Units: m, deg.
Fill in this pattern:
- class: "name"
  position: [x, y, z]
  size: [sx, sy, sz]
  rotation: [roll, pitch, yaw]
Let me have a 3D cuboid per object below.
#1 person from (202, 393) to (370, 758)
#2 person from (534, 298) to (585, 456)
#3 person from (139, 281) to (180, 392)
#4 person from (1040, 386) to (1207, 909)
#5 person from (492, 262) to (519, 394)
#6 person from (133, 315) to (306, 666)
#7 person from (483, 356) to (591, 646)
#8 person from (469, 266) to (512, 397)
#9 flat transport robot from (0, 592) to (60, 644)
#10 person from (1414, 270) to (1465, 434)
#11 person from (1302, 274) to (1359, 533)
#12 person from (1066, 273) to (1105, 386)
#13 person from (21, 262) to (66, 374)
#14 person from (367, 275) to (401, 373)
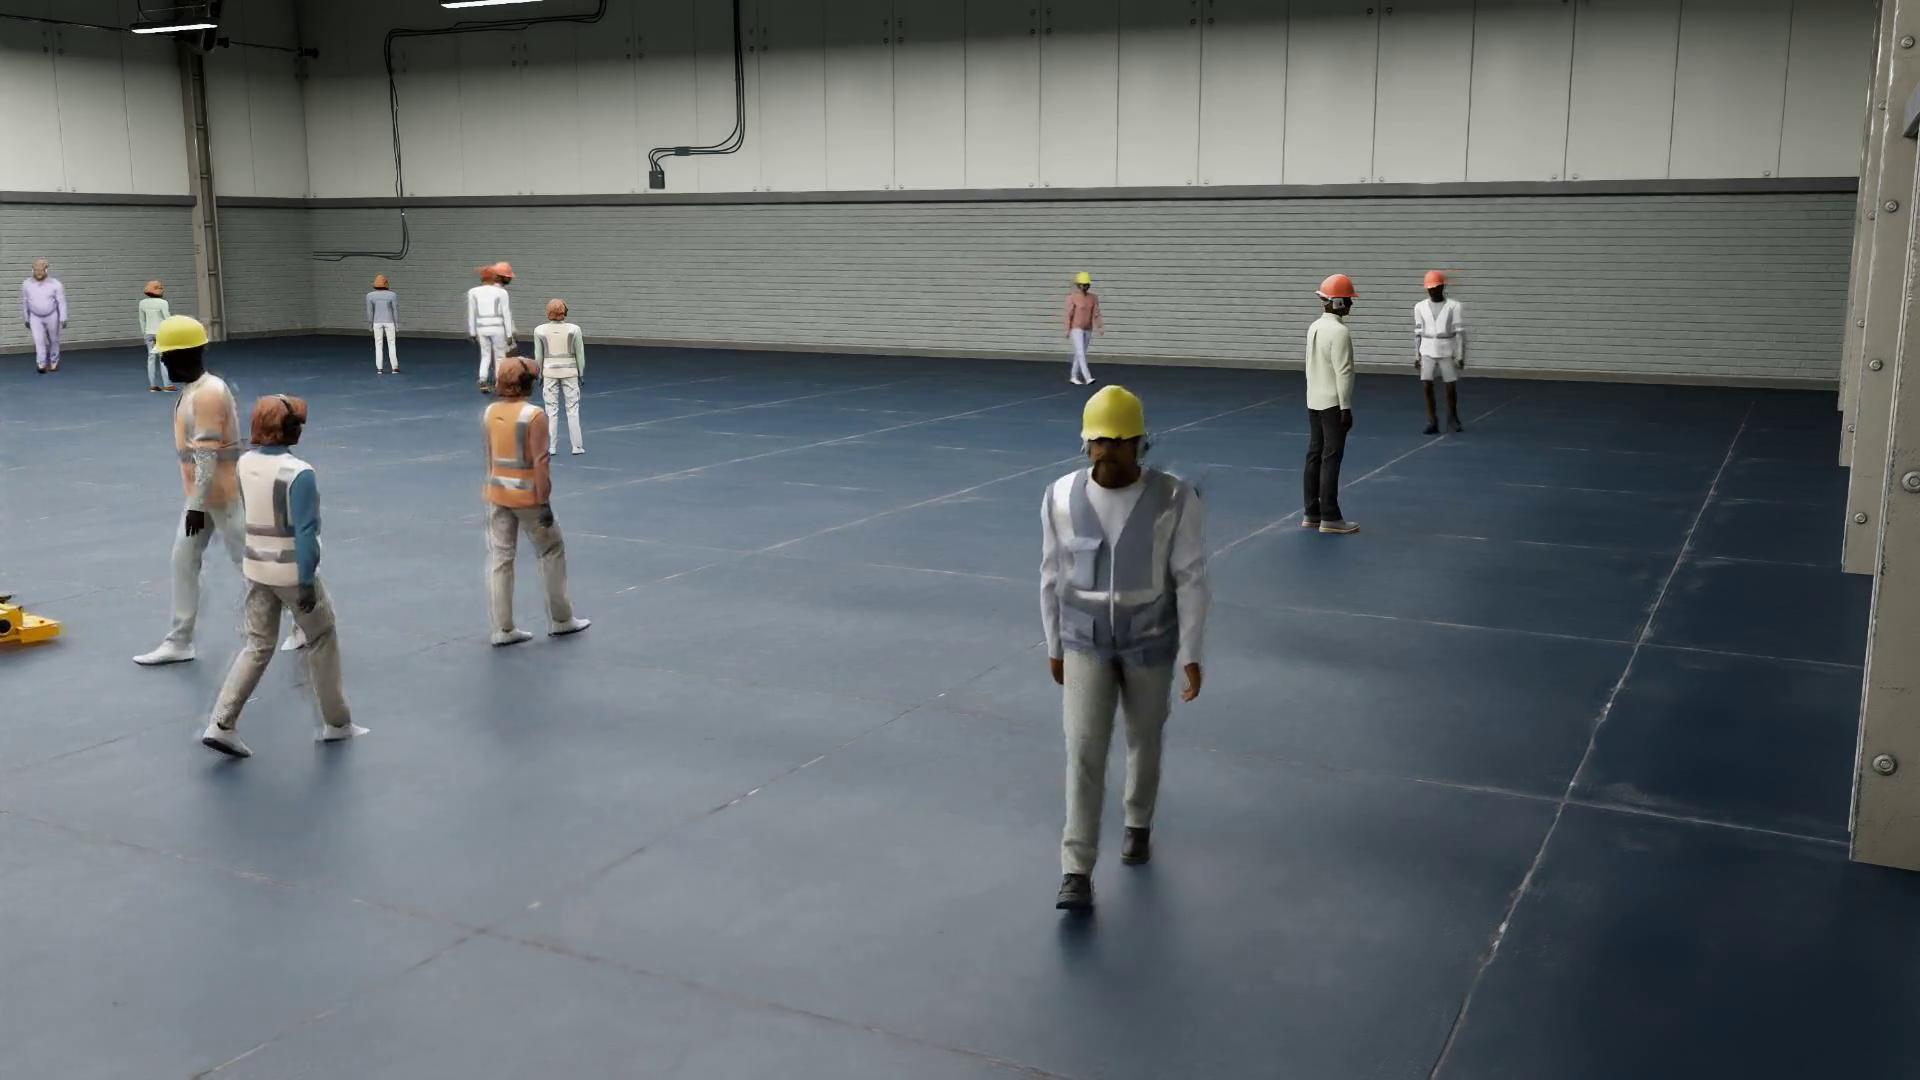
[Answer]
- class: "person"
  position: [-3.042, 0.169, 7.349]
  size: [0.519, 1.623, 0.759]
  rotation: [6, 12, 30]
- class: "person"
  position: [-4.174, -1.696, 17.386]
  size: [0.514, 1.641, 0.307]
  rotation: [-1, 10, -7]
- class: "person"
  position: [-11.814, -2.997, 24.495]
  size: [0.497, 1.633, 0.279]
  rotation: [2, 11, 13]
- class: "person"
  position: [0.557, 0.358, 5.796]
  size: [0.602, 1.782, 0.927]
  rotation: [2, 11, 12]
- class: "person"
  position: [-6.600, -3.064, 24.107]
  size: [0.429, 1.909, 0.553]
  rotation: [-3, 11, -18]
- class: "person"
  position: [-3.978, -0.278, 9.003]
  size: [0.953, 1.890, 0.596]
  rotation: [-8, 13, -36]
- class: "person"
  position: [-2.407, -0.230, 9.426]
  size: [0.540, 1.614, 0.674]
  rotation: [7, 12, 32]
- class: "person"
  position: [-6.660, -2.945, 23.576]
  size: [0.600, 1.867, 0.523]
  rotation: [0, 10, 2]
- class: "flat transport robot"
  position: [-5.783, 0.521, 9.031]
  size: [0.652, 0.197, 1.431]
  rotation: [7, 13, 35]
- class: "person"
  position: [5.553, -2.172, 19.280]
  size: [0.580, 1.904, 0.664]
  rotation: [6, 12, 29]
- class: "person"
  position: [2.886, -1.058, 12.936]
  size: [0.375, 1.995, 0.610]
  rotation: [-3, 11, -14]
- class: "person"
  position: [1.910, -3.199, 25.350]
  size: [0.540, 1.718, 0.905]
  rotation: [-6, 12, -29]
- class: "person"
  position: [-15.332, -3.723, 27.870]
  size: [0.658, 1.848, 1.018]
  rotation: [-4, 11, -20]
- class: "person"
  position: [-9.612, -3.594, 27.752]
  size: [0.498, 1.634, 0.278]
  rotation: [-1, 10, -8]
